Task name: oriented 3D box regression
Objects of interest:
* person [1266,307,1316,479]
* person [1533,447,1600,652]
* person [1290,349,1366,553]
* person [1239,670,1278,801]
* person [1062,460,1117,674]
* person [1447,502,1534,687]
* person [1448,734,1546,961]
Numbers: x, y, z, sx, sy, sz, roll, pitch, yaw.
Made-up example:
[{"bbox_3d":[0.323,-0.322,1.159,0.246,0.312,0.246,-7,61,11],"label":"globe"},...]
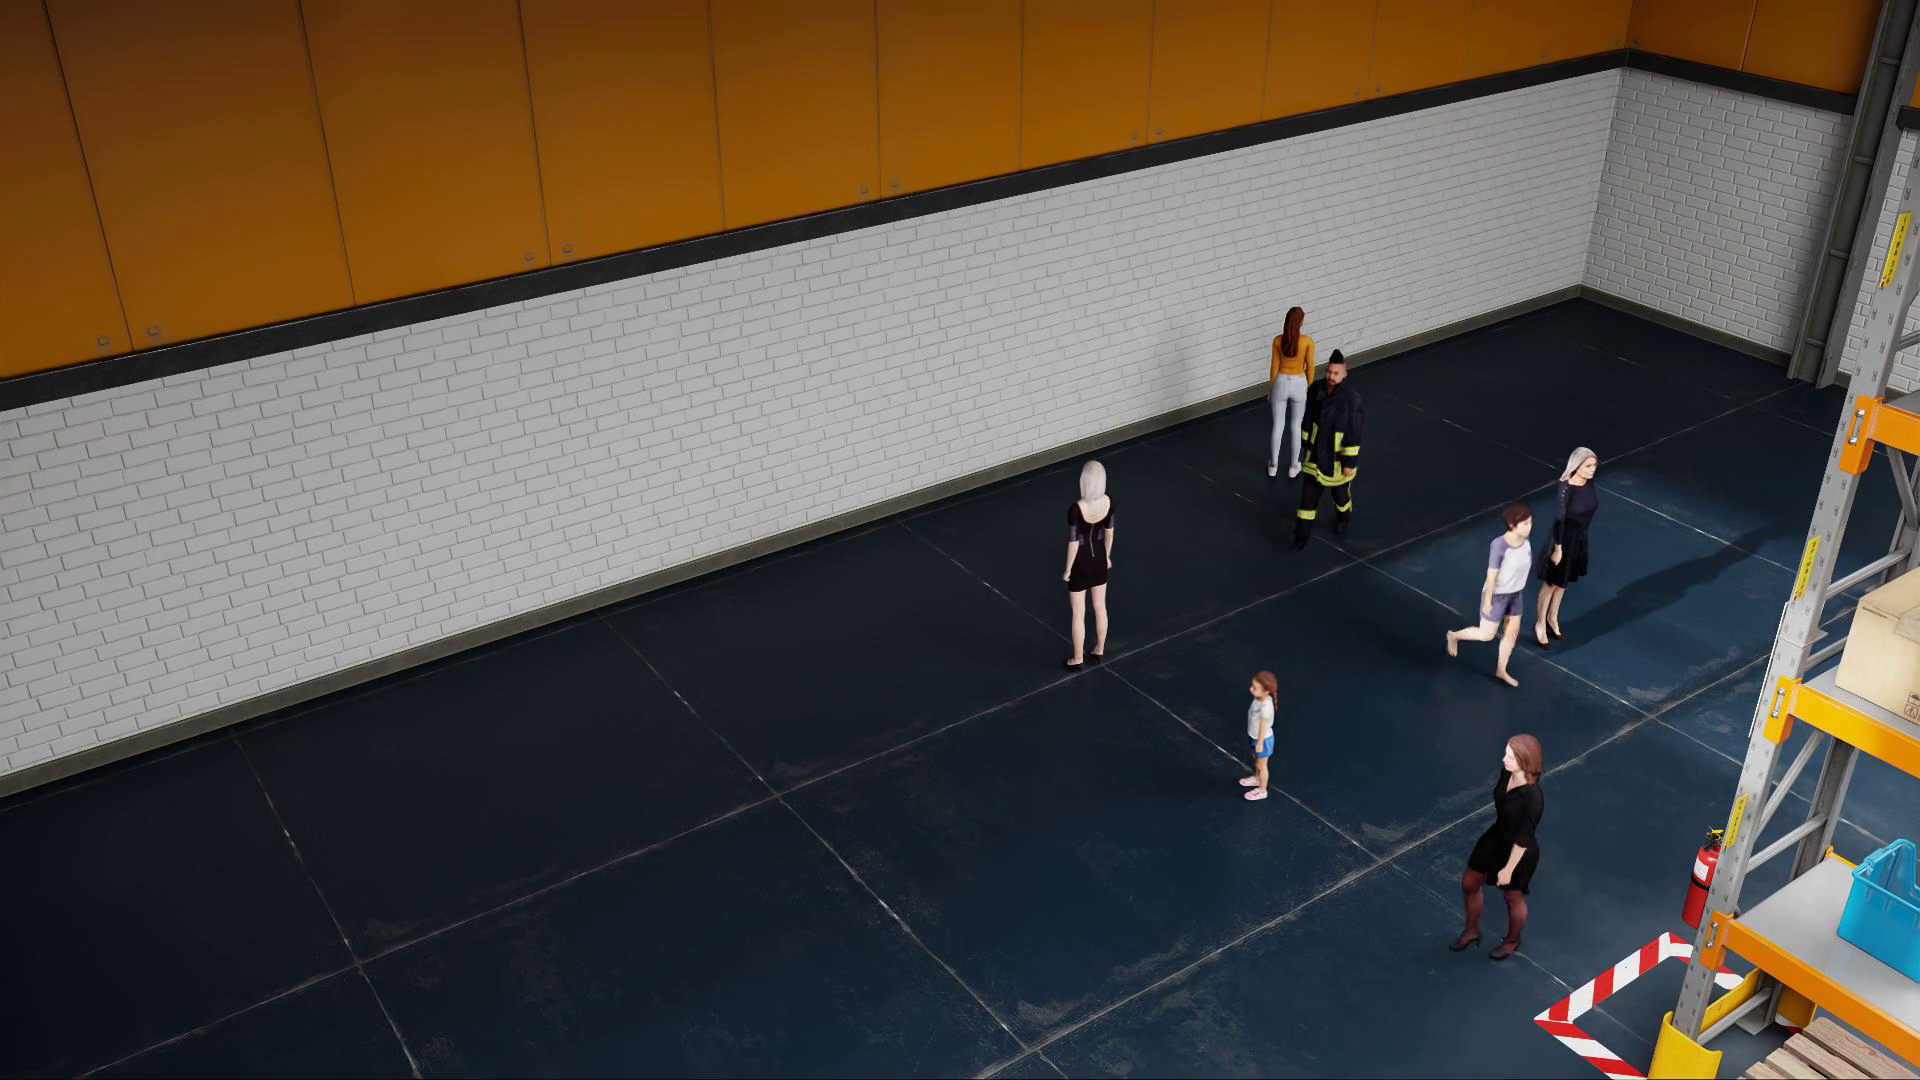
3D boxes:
[{"bbox_3d":[3.188,-1.435,16.080,0.682,1.751,0.753,7,29,13],"label":"person"},{"bbox_3d":[4.875,0.052,13.357,0.594,1.747,0.560,-20,34,-32],"label":"person"},{"bbox_3d":[3.365,-0.824,14.886,1.218,1.822,1.104,17,33,29],"label":"person"},{"bbox_3d":[2.125,1.359,11.721,0.535,1.019,0.453,-2,29,-3],"label":"person"},{"bbox_3d":[1.002,0.200,13.001,0.602,1.830,0.515,-15,32,-26],"label":"person"},{"bbox_3d":[4.169,0.385,12.955,0.550,1.548,0.831,-19,34,-31],"label":"person"},{"bbox_3d":[3.420,1.884,10.060,0.770,1.688,0.709,-7,29,-12],"label":"person"}]
